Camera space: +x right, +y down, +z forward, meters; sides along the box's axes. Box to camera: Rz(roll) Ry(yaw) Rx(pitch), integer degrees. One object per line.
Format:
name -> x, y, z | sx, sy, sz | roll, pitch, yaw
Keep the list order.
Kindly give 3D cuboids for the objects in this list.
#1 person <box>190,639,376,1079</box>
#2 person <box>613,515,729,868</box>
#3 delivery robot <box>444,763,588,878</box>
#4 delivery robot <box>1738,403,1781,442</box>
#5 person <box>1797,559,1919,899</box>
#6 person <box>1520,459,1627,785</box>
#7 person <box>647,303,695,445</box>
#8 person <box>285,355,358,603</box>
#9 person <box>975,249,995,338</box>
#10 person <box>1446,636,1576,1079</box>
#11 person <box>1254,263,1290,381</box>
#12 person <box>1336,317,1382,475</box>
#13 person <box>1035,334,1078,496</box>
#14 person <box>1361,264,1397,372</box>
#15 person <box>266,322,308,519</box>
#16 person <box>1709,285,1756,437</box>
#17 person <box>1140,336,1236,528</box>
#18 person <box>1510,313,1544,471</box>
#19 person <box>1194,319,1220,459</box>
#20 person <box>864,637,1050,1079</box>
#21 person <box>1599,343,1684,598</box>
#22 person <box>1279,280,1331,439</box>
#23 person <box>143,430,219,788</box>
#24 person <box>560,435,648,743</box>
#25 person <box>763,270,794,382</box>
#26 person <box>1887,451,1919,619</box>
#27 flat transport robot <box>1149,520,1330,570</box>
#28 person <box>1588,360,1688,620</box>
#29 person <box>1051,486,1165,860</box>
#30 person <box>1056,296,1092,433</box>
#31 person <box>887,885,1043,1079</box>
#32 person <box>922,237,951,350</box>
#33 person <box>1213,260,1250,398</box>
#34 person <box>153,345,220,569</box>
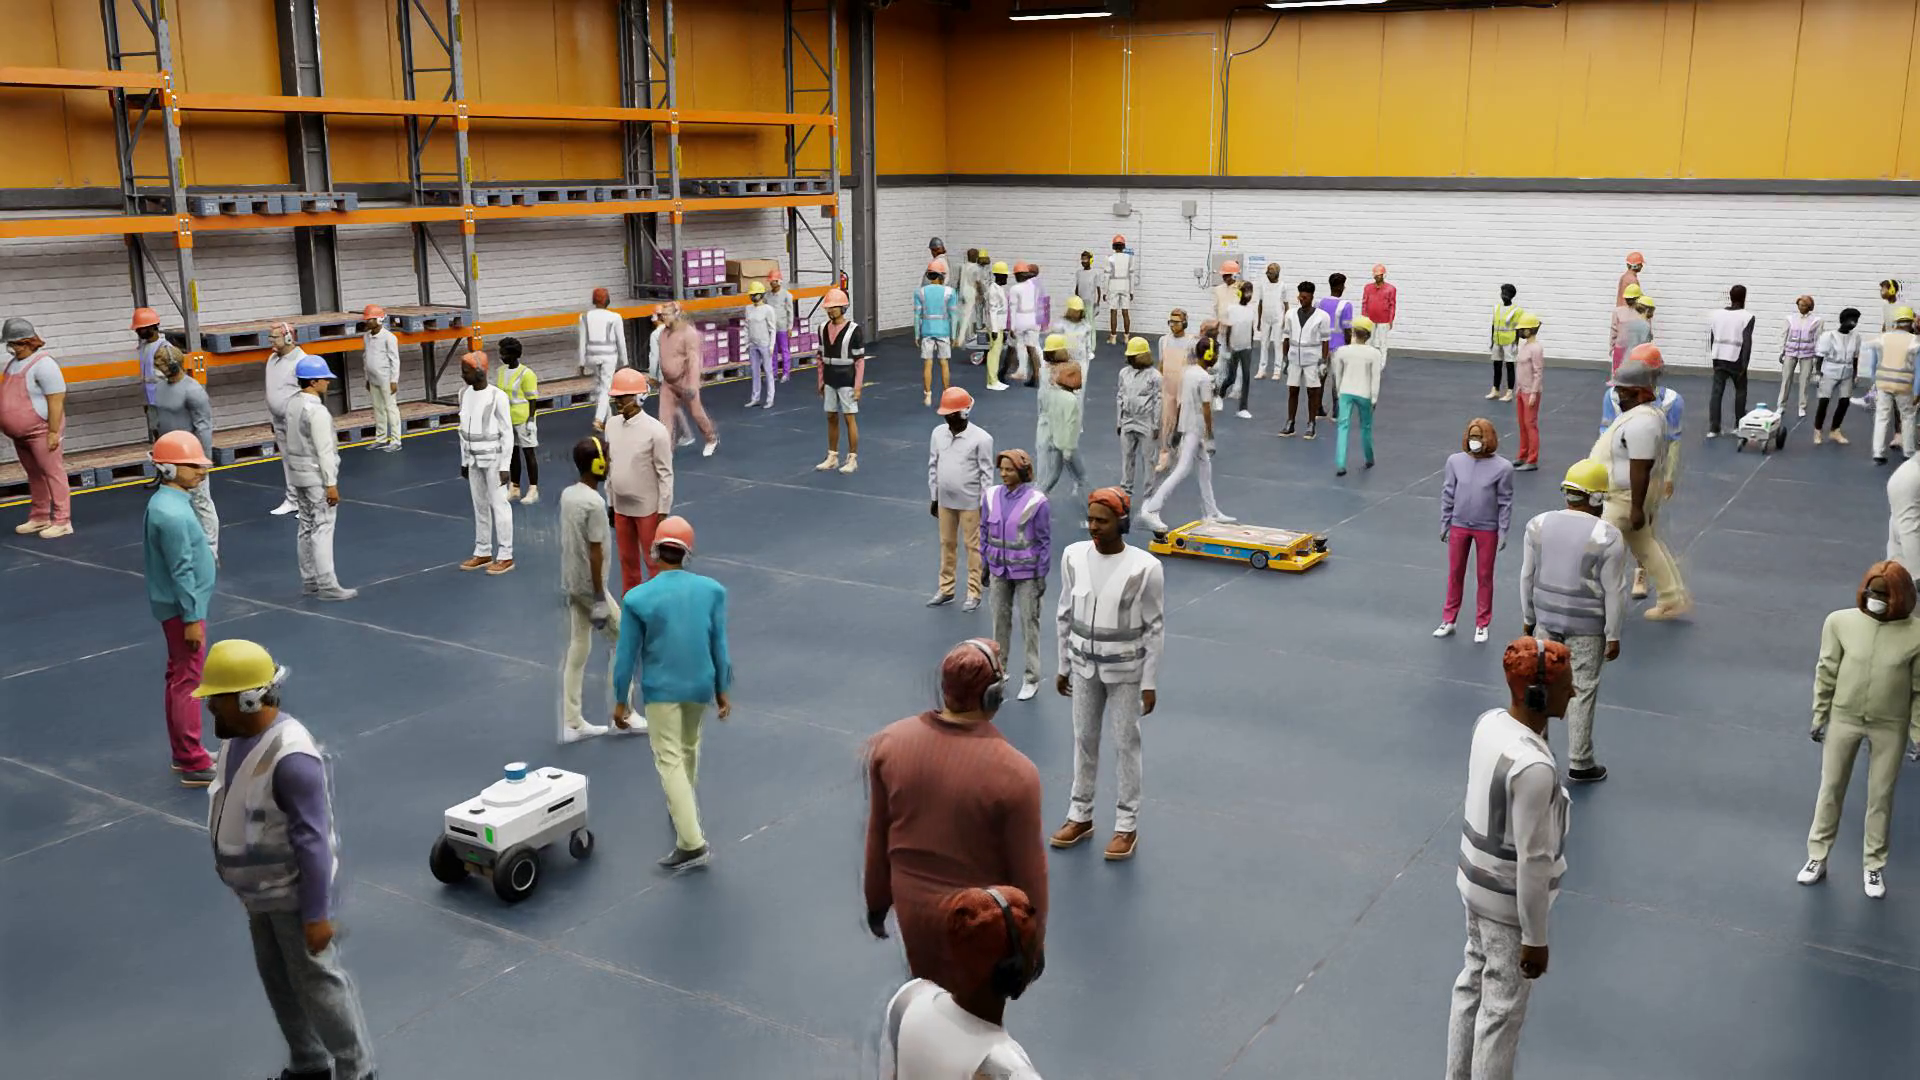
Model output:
person -> -2.424, 1.229, 6.024 | 0.509, 1.805, 0.621 | -13, 18, -43
person -> -1.447, 0.732, 8.377 | 0.593, 1.713, 0.819 | -9, 16, -35
delivery robot -> -2.149, 1.326, 8.095 | 0.477, 0.478, 0.707 | 7, 15, 30
delivery robot -> 9.567, -1.391, 19.889 | 0.477, 0.478, 0.707 | 10, 16, 36
person -> 4.299, 0.883, 7.867 | 0.501, 1.633, 0.289 | 9, 16, 33
person -> 3.436, 0.450, 9.317 | 0.403, 1.827, 0.600 | -11, 17, -40
person -> -3.575, -2.027, 20.364 | 0.716, 1.731, 0.584 | 3, 13, 13
person -> -5.063, -0.484, 13.106 | 0.406, 1.946, 0.608 | -12, 18, -42
person -> 0.438, -4.667, 31.701 | 0.487, 1.744, 0.312 | 9, 16, 33
person -> 1.900, 1.245, 5.748 | 0.346, 1.882, 0.578 | 0, 13, 1
person -> 4.894, -3.413, 26.055 | 0.506, 1.839, 0.351 | 9, 16, 33
person -> 4.415, -1.604, 18.458 | 0.531, 1.718, 0.924 | 6, 14, 26
person -> 1.003, -1.252, 16.953 | 0.496, 1.717, 0.755 | 12, 17, 41
person -> 6.805, -3.614, 27.109 | 0.564, 1.752, 0.339 | 9, 16, 33
person -> -6.492, -1.159, 16.128 | 0.643, 1.910, 0.400 | 9, 16, 33
person -> 9.738, -2.255, 20.925 | 0.836, 1.888, 0.592 | -10, 16, -37
person -> 2.154, -1.009, 15.689 | 0.950, 1.825, 0.597 | -2, 13, -10
person -> 6.316, -1.651, 18.576 | 0.330, 1.765, 0.533 | 0, 13, -1
person -> 2.795, -1.741, 19.255 | 0.369, 1.638, 0.582 | 8, 15, 31
person -> -0.007, 1.262, 5.641 | 0.695, 1.898, 0.420 | 8, 15, 31
person -> 5.359, -0.546, 13.189 | 0.609, 2.034, 0.404 | 9, 16, 33
person -> 4.284, -2.237, 20.673 | 0.607, 1.966, 0.373 | 9, 16, 33
person -> -4.306, 0.377, 9.277 | 0.392, 1.991, 0.612 | -7, 15, -29
person -> -2.121, 0.294, 9.969 | 0.717, 1.839, 0.551 | -10, 16, -37
person -> -2.868, -3.328, 25.894 | 0.585, 1.746, 0.359 | 7, 15, 26
person -> 6.075, 0.172, 10.397 | 0.655, 1.891, 0.475 | -6, 14, -24
flat transport robot -> 2.443, 0.027, 14.566 | 1.431, 0.197, 0.652 | 8, 15, 31
person -> 5.053, -0.385, 12.478 | 0.990, 2.000, 0.694 | 5, 14, 21
person -> 0.733, 0.659, 8.294 | 0.575, 1.882, 0.361 | 9, 16, 33
person -> 1.442, -2.268, 21.319 | 0.494, 1.726, 0.639 | -2, 13, -9
person -> 0.009, 1.689, 3.961 | 0.992, 1.839, 0.577 | -10, 16, -38
person -> -0.434, -4.498, 30.315 | 0.536, 2.000, 0.683 | 1, 13, 6
person -> 3.924, -3.060, 24.187 | 0.612, 1.991, 0.391 | 12, 17, 41
person -> -6.517, -0.680, 13.991 | 0.629, 1.934, 0.378 | 9, 16, 33
